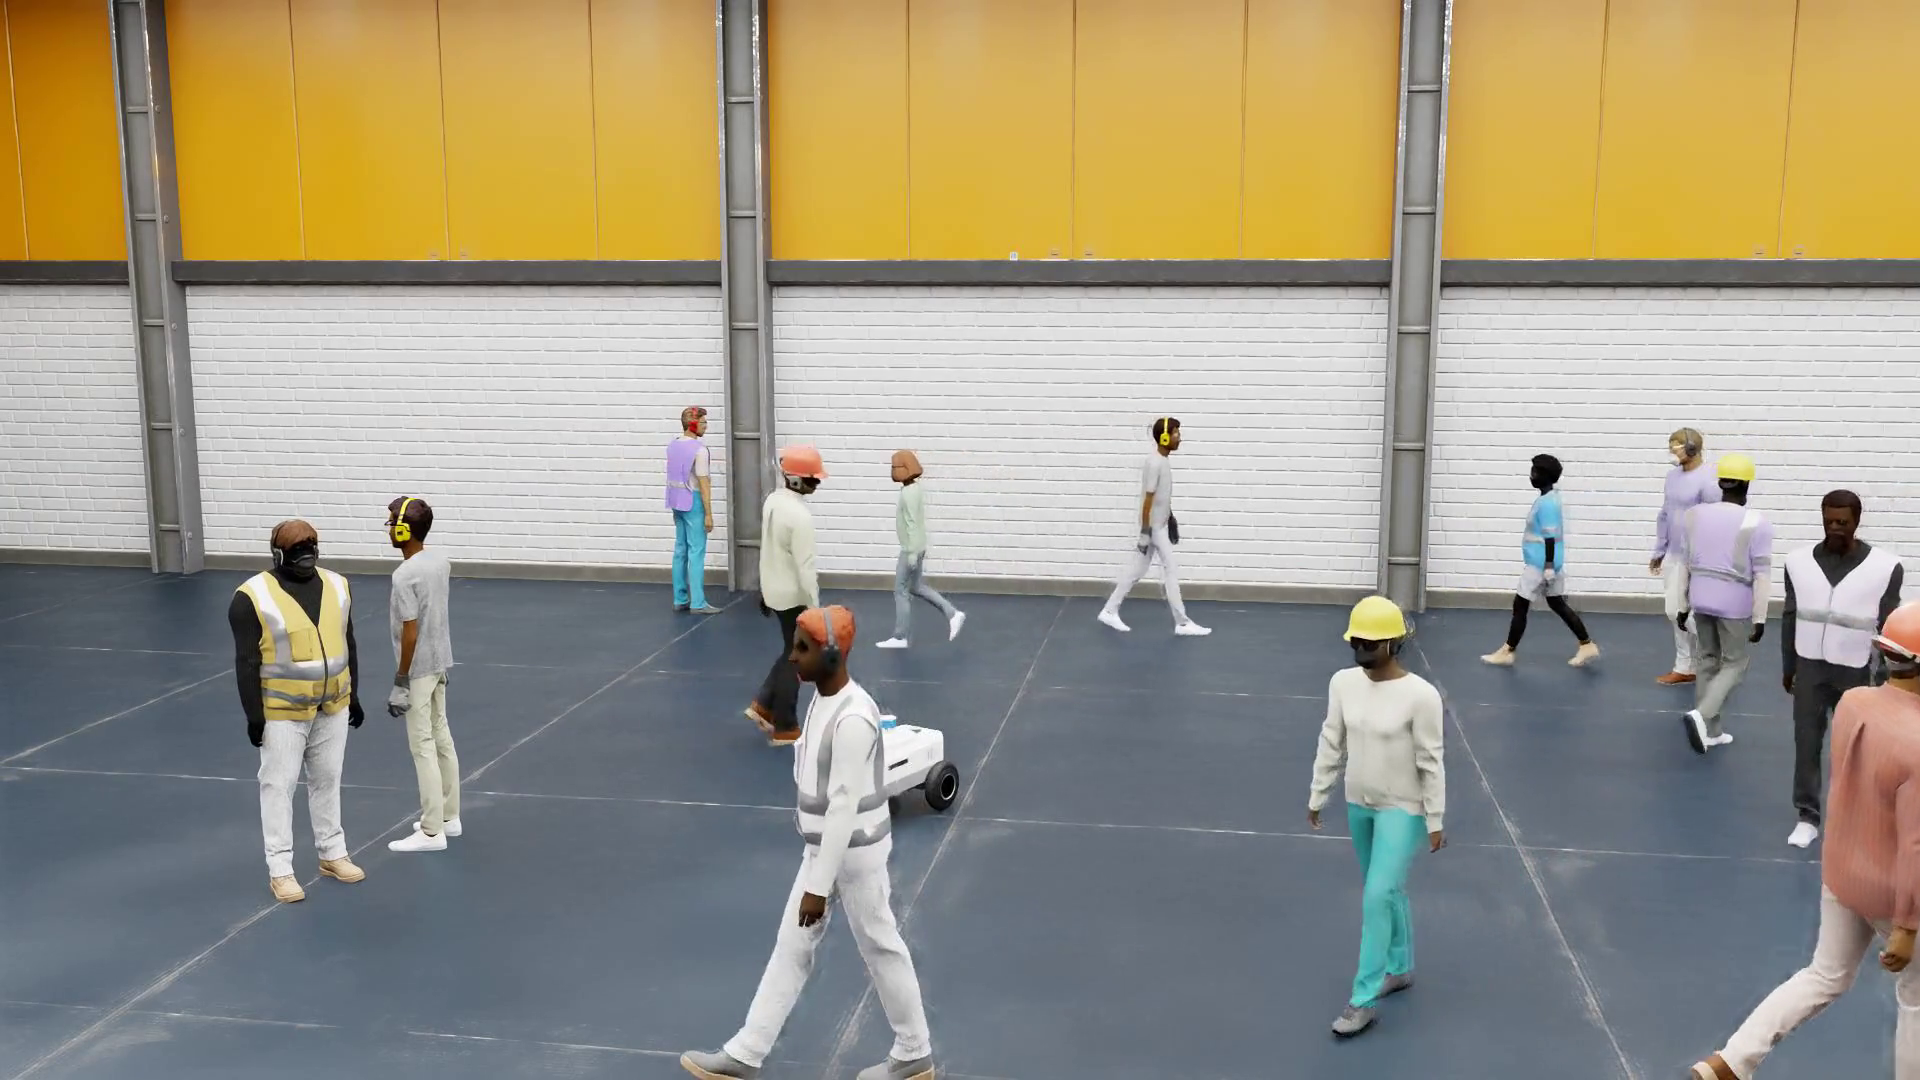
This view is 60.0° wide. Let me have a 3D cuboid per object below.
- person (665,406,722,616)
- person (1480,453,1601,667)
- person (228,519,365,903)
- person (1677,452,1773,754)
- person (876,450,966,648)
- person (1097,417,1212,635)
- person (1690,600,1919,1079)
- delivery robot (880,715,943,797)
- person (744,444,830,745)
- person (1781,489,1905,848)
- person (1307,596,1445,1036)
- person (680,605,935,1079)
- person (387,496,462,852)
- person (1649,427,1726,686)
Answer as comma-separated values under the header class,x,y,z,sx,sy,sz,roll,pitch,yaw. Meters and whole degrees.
class,x,y,z,sx,sy,sz,roll,pitch,yaw
person,-2.386,-0.253,14.663,0.377,1.841,0.567,-8,12,-42
person,4.492,0.163,12.673,0.861,1.658,0.539,3,10,20
person,-3.194,0.811,8.111,0.429,1.844,0.622,7,12,37
person,4.721,0.408,10.386,0.665,1.913,0.594,-7,11,-36
person,-0.318,0.079,13.341,0.655,1.611,0.503,1,9,5
person,1.603,-0.111,13.882,0.946,1.827,0.538,2,9,10
person,3.053,1.155,5.637,0.915,1.968,0.622,-1,9,-4
delivery robot,-0.404,1.220,9.255,0.477,0.478,0.707,6,11,34
person,-1.039,0.361,10.516,0.423,1.962,0.636,-5,10,-26
person,4.700,0.656,8.896,0.601,1.898,0.779,8,12,42
person,1.638,1.090,6.706,0.772,1.734,0.546,-7,11,-37
person,-0.521,1.151,6.012,0.970,1.834,0.596,-3,10,-19
person,-2.836,0.701,8.710,0.329,1.868,0.514,1,9,7
person,5.301,0.134,12.090,0.484,1.914,0.638,-1,9,-3
